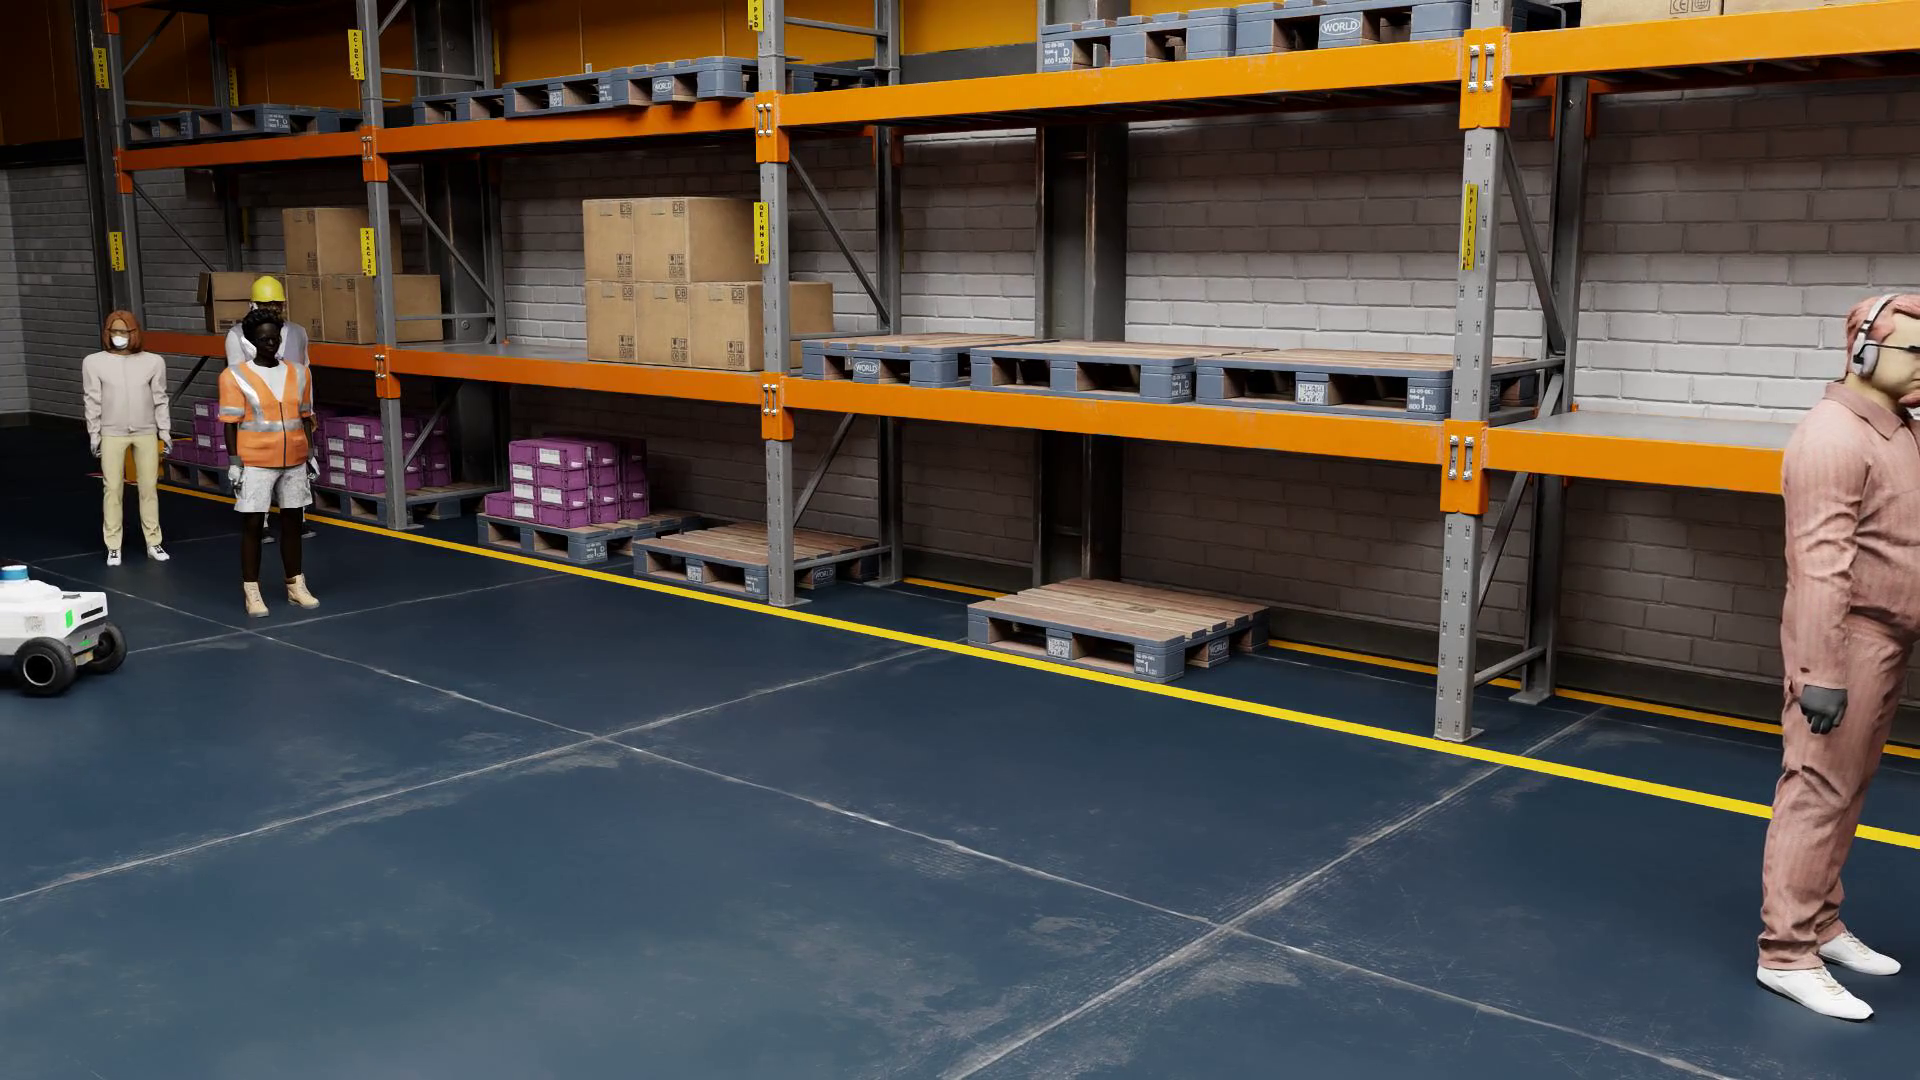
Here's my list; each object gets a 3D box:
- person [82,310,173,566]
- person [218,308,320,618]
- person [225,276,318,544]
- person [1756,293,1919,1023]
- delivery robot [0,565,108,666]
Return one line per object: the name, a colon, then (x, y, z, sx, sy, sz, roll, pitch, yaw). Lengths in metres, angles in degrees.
person: (-5.329, -0.657, 10.679, 0.498, 1.633, 0.283, -7, 12, -35)
person: (-3.804, -0.429, 9.202, 0.316, 1.695, 0.541, 8, 13, 40)
person: (-4.725, -0.897, 11.481, 0.404, 1.830, 0.600, 8, 13, 40)
person: (2.412, 0.301, 4.455, 0.404, 1.904, 0.652, 8, 13, 40)
delivery robot: (-4.347, 0.361, 7.684, 0.707, 0.478, 0.477, 1, 10, 3)
